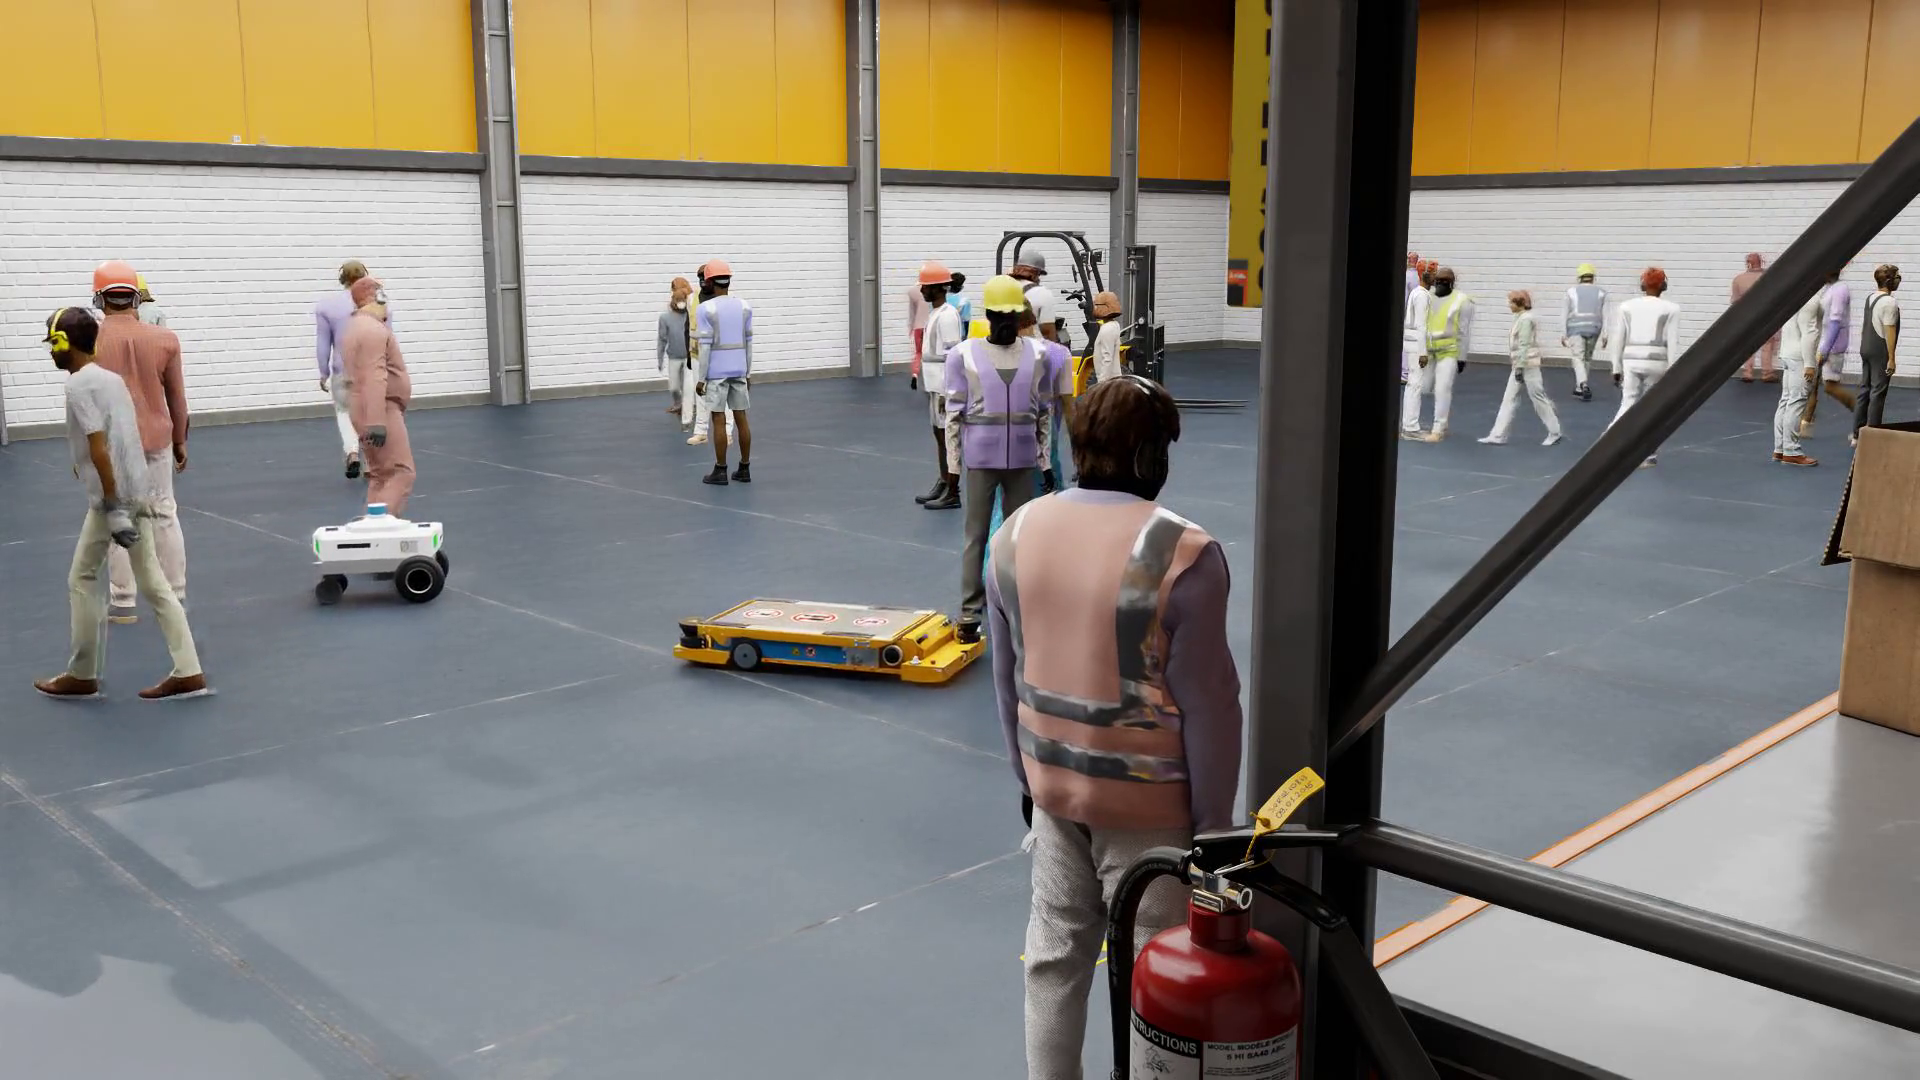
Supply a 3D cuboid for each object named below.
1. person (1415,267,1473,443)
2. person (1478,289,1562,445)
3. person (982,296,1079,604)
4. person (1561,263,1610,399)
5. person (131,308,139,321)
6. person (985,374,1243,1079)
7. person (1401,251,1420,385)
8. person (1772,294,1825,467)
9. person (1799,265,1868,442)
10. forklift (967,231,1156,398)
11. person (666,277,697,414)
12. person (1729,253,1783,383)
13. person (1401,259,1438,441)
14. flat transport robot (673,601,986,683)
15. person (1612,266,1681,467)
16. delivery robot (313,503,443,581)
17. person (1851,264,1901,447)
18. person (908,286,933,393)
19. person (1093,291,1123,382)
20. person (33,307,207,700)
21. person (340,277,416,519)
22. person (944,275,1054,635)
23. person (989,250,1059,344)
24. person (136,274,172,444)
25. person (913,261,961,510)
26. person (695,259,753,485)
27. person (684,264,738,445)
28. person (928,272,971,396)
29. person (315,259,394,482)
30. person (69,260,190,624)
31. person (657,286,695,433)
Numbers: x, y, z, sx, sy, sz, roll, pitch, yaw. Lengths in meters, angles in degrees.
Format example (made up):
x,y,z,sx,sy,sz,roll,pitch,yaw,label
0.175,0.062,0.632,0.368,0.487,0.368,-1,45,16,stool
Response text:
x,y,z,sx,sy,sz,roll,pitch,yaw,label
4.999,-1.920,17.244,0.631,1.815,0.538,10,14,44,person
5.777,-1.751,16.928,0.833,1.591,0.573,1,10,5,person
0.405,-0.508,9.584,0.650,1.810,0.619,4,11,19,person
8.126,-2.700,21.587,0.605,1.787,0.840,1,10,6,person
-6.372,-1.025,12.830,0.311,1.638,0.522,0,10,-2,person
0.354,0.560,3.643,0.626,1.842,0.429,9,14,42,person
6.393,-3.160,23.741,0.643,1.910,0.399,-9,14,-41,person
7.816,-1.656,15.448,0.358,1.939,0.636,2,11,11,person
9.056,-2.008,17.217,0.791,2.018,0.616,2,11,11,person
1.222,-2.721,20.561,2.313,2.155,1.214,2,11,13,forklift
-3.326,-2.328,19.948,0.507,1.632,0.275,6,12,31,person
11.591,-3.215,24.171,0.770,1.883,0.413,5,11,23,person
4.813,-1.983,17.383,0.337,1.882,0.584,2,11,10,person
-0.647,0.485,8.327,1.431,0.197,0.652,4,11,19,flat transport robot
6.202,-1.554,15.132,0.587,1.860,0.824,8,13,39,person
-3.419,0.029,9.785,0.707,0.478,0.477,-3,11,-13,delivery robot
9.180,-1.820,16.602,0.345,1.847,0.506,0,10,-1,person
-0.455,-2.857,22.487,0.550,1.749,0.419,3,11,18,person
1.307,-1.399,14.884,0.280,1.634,0.498,2,11,12,person
-3.914,-0.151,7.613,0.903,1.799,0.528,0,10,2,person
-3.792,-0.783,10.906,0.398,1.859,0.733,-6,12,-31,person
0.218,-0.428,8.788,0.595,1.924,0.377,-3,11,-15,person
0.628,-1.609,14.919,0.642,2.000,0.906,-9,14,-42,person
-8.240,-1.801,16.778,0.492,1.742,0.320,-7,13,-35,person
-0.166,-1.202,12.990,0.376,1.934,0.547,-2,11,-11,person
-2.033,-1.433,14.268,0.542,1.928,0.378,-9,13,-39,person
-2.525,-1.874,16.906,0.624,1.844,0.430,4,11,21,person
-0.132,-2.564,21.139,0.524,1.671,0.520,4,11,22,person
-5.194,-1.451,14.357,0.654,1.926,0.440,-4,11,-20,person
-4.591,-0.539,9.205,0.382,1.993,0.622,10,14,42,person
-3.052,-2.002,18.266,0.523,1.593,0.750,-1,10,-5,person
